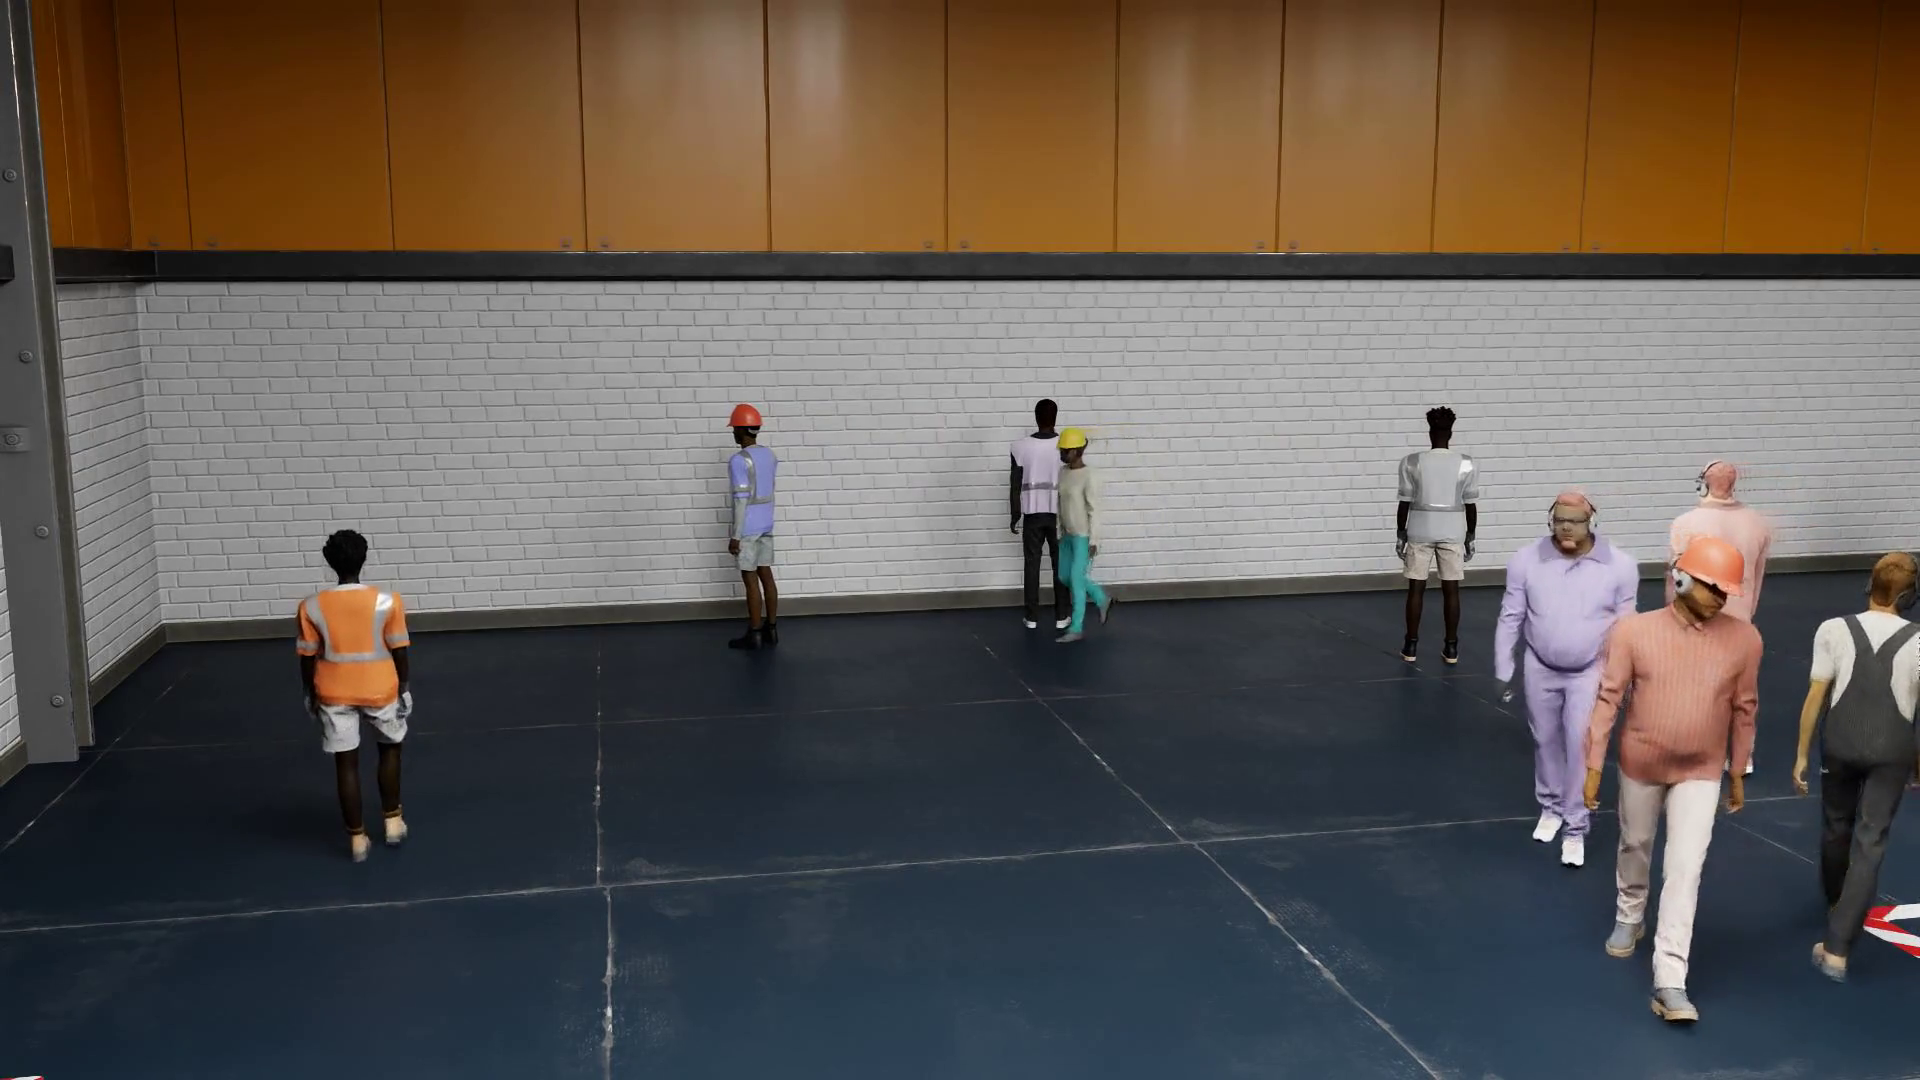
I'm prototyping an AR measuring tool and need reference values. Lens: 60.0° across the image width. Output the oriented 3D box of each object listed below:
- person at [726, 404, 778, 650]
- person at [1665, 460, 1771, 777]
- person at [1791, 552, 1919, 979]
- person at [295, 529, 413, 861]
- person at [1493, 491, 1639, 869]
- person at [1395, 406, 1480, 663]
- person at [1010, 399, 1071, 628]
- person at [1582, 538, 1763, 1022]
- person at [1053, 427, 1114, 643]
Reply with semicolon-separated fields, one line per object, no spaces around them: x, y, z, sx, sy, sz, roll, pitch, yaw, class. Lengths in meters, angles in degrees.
-1.662;-0.104;13.126;0.379;1.937;0.548;5;10;26;person
4.514;0.441;10.066;0.673;1.850;1.010;-1;9;-7;person
3.938;0.936;7.225;0.540;1.791;0.956;7;11;35;person
-3.087;0.769;8.526;0.555;1.683;0.526;-2;10;-13;person
3.050;0.695;8.449;0.674;1.871;0.862;5;11;29;person
3.624;-0.039;12.668;0.607;1.958;0.372;2;10;12;person
0.712;-0.213;13.857;0.597;1.914;0.370;1;9;4;person
2.934;0.929;6.892;0.662;1.924;1.047;3;10;18;person
1.007;-0.050;13.393;0.573;1.749;0.524;-5;11;-29;person
